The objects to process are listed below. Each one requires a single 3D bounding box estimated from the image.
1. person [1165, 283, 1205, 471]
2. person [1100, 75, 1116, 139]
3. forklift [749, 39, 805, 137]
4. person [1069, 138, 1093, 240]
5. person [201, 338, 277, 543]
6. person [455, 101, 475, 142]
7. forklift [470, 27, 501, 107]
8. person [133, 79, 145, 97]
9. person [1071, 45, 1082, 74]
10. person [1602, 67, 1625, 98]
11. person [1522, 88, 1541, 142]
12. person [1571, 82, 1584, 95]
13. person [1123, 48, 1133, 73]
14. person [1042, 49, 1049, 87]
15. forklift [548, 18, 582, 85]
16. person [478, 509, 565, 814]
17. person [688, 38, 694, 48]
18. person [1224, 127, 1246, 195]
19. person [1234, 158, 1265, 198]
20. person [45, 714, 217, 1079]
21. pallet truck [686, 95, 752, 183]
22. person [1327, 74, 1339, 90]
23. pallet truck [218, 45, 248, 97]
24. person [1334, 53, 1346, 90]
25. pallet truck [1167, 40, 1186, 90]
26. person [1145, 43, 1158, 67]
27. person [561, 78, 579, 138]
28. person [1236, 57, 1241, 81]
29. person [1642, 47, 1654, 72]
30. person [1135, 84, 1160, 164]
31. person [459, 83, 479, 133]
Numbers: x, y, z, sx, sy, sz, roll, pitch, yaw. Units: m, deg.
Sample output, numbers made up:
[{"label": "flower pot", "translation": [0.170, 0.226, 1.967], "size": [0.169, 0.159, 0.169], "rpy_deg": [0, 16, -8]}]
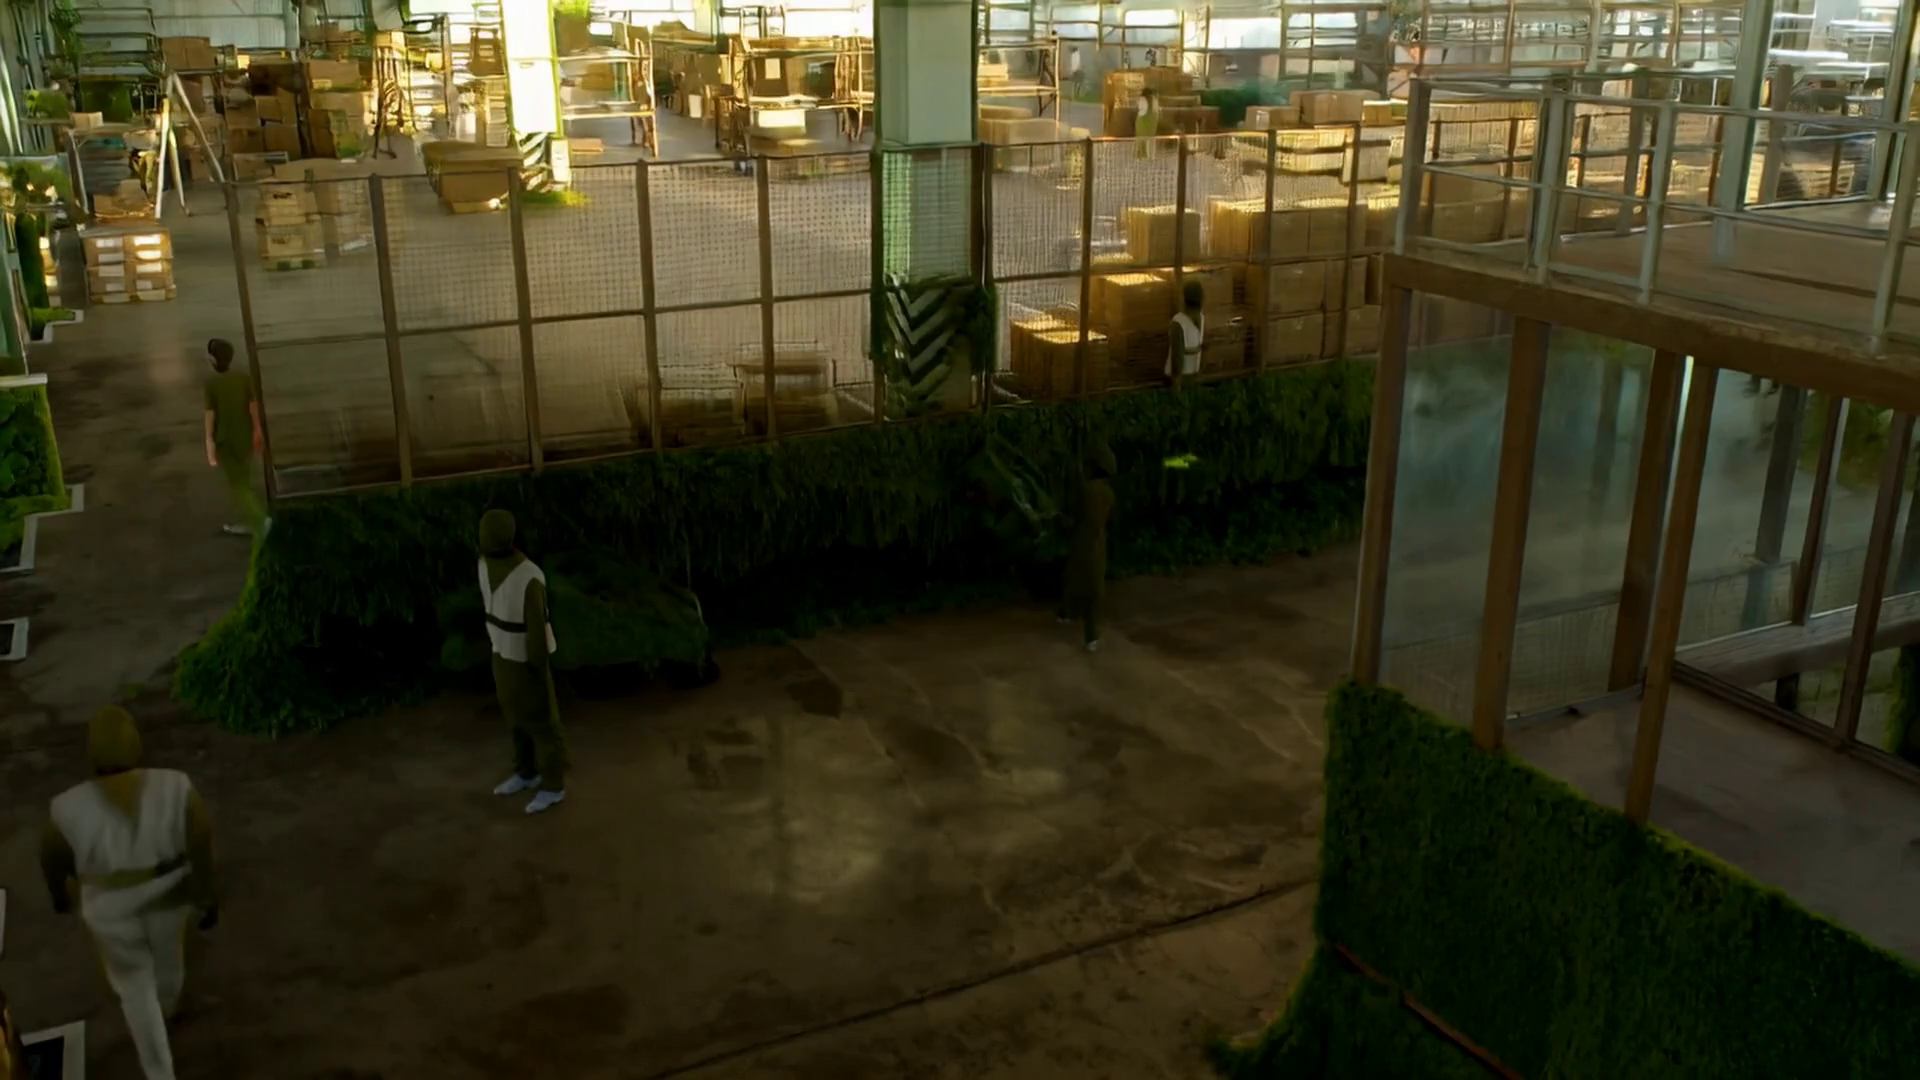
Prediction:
[{"label": "person", "translation": [2.298, -1.683, 17.006], "size": [0.369, 1.913, 0.597], "rpy_deg": [11, 22, 29]}, {"label": "person", "translation": [4.433, -12.937, 49.722], "size": [0.507, 1.860, 0.325], "rpy_deg": [14, 24, 36]}, {"label": "forklift", "translation": [-5.692, -13.767, 50.579], "size": [1.129, 2.768, 1.873], "rpy_deg": [-16, 25, -38]}, {"label": "person", "translation": [2.281, -6.629, 31.411], "size": [0.354, 1.876, 0.574], "rpy_deg": [-15, 24, -37]}, {"label": "person", "translation": [-6.416, -0.873, 14.773], "size": [0.799, 1.847, 0.521], "rpy_deg": [12, 22, 31]}, {"label": "person", "translation": [-11.691, -9.374, 39.297], "size": [0.383, 1.917, 0.584], "rpy_deg": [11, 22, 28]}, {"label": "forklift", "translation": [-17.269, -17.254, 60.687], "size": [1.129, 2.768, 1.873], "rpy_deg": [-2, 19, -6]}, {"label": "person", "translation": [-25.351, -13.406, 51.421], "size": [0.522, 1.631, 0.324], "rpy_deg": [6, 20, 17]}, {"label": "person", "translation": [4.631, -18.614, 65.988], "size": [0.498, 1.972, 0.638], "rpy_deg": [10, 22, 28]}, {"label": "person", "translation": [20.979, -14.242, 53.465], "size": [0.656, 1.877, 0.794], "rpy_deg": [6, 20, 18]}, {"label": "person", "translation": [14.848, -10.701, 43.079], "size": [0.602, 1.959, 0.379], "rpy_deg": [6, 20, 16]}, {"label": "person", "translation": [18.503, -13.021, 50.224], "size": [0.551, 1.677, 0.490], "rpy_deg": [15, 24, 37]}, {"label": "person", "translation": [7.059, -19.803, 69.869], "size": [0.366, 1.683, 0.550], "rpy_deg": [14, 23, 34]}, {"label": "person", "translation": [3.501, -19.563, 69.167], "size": [0.316, 1.696, 0.541], "rpy_deg": [12, 22, 31]}, {"label": "forklift", "translation": [-17.492, -21.050, 71.690], "size": [1.873, 2.768, 1.129], "rpy_deg": [-12, 22, -31]}, {"label": "person", "translation": [-2.667, 0.711, 10.085], "size": [0.586, 1.910, 0.395], "rpy_deg": [17, 25, 40]}, {"label": "person", "translation": [-12.135, -21.562, 74.692], "size": [0.383, 1.893, 0.722], "rpy_deg": [1, 19, 2]}, {"label": "person", "translation": [5.407, -7.156, 32.832], "size": [0.396, 1.948, 0.611], "rpy_deg": [3, 19, 10]}, {"label": "person", "translation": [4.868, -5.603, 28.486], "size": [0.641, 1.836, 0.847], "rpy_deg": [-4, 20, -13]}, {"label": "person", "translation": [-3.771, 1.630, 7.597], "size": [0.648, 1.792, 0.948], "rpy_deg": [-12, 22, -31]}, {"label": "pallet truck", "translation": [-5.836, -9.608, 39.856], "size": [0.823, 1.965, 1.885], "rpy_deg": [10, 22, 27]}, {"label": "person", "translation": [12.098, -14.292, 53.992], "size": [0.316, 1.629, 0.508], "rpy_deg": [-9, 21, -25]}, {"label": "pallet truck", "translation": [-28.879, -18.665, 66.111], "size": [0.823, 1.965, 1.885], "rpy_deg": [-3, 19, -9]}, {"label": "person", "translation": [14.044, -17.117, 61.802], "size": [0.631, 1.892, 1.000], "rpy_deg": [-15, 24, -37]}, {"label": "pallet truck", "translation": [9.045, -19.971, 69.895], "size": [0.823, 1.965, 1.885], "rpy_deg": [-3, 19, -8]}, {"label": "person", "translation": [7.953, -19.706, 69.306], "size": [0.577, 1.884, 0.787], "rpy_deg": [-1, 19, -4]}, {"label": "person", "translation": [-11.475, -12.650, 48.925], "size": [0.630, 1.831, 0.589], "rpy_deg": [11, 22, 30]}, {"label": "person", "translation": [12.870, -21.742, 75.341], "size": [0.982, 1.786, 0.661], "rpy_deg": [-11, 22, -28]}, {"label": "person", "translation": [28.658, -19.653, 69.321], "size": [0.330, 1.769, 0.526], "rpy_deg": [-10, 21, -26]}, {"label": "person", "translation": [4.834, -10.878, 43.472], "size": [0.688, 2.000, 0.536], "rpy_deg": [-11, 22, -28]}, {"label": "person", "translation": [-13.662, -11.733, 46.207], "size": [0.566, 1.888, 0.801], "rpy_deg": [6, 20, 17]}]
